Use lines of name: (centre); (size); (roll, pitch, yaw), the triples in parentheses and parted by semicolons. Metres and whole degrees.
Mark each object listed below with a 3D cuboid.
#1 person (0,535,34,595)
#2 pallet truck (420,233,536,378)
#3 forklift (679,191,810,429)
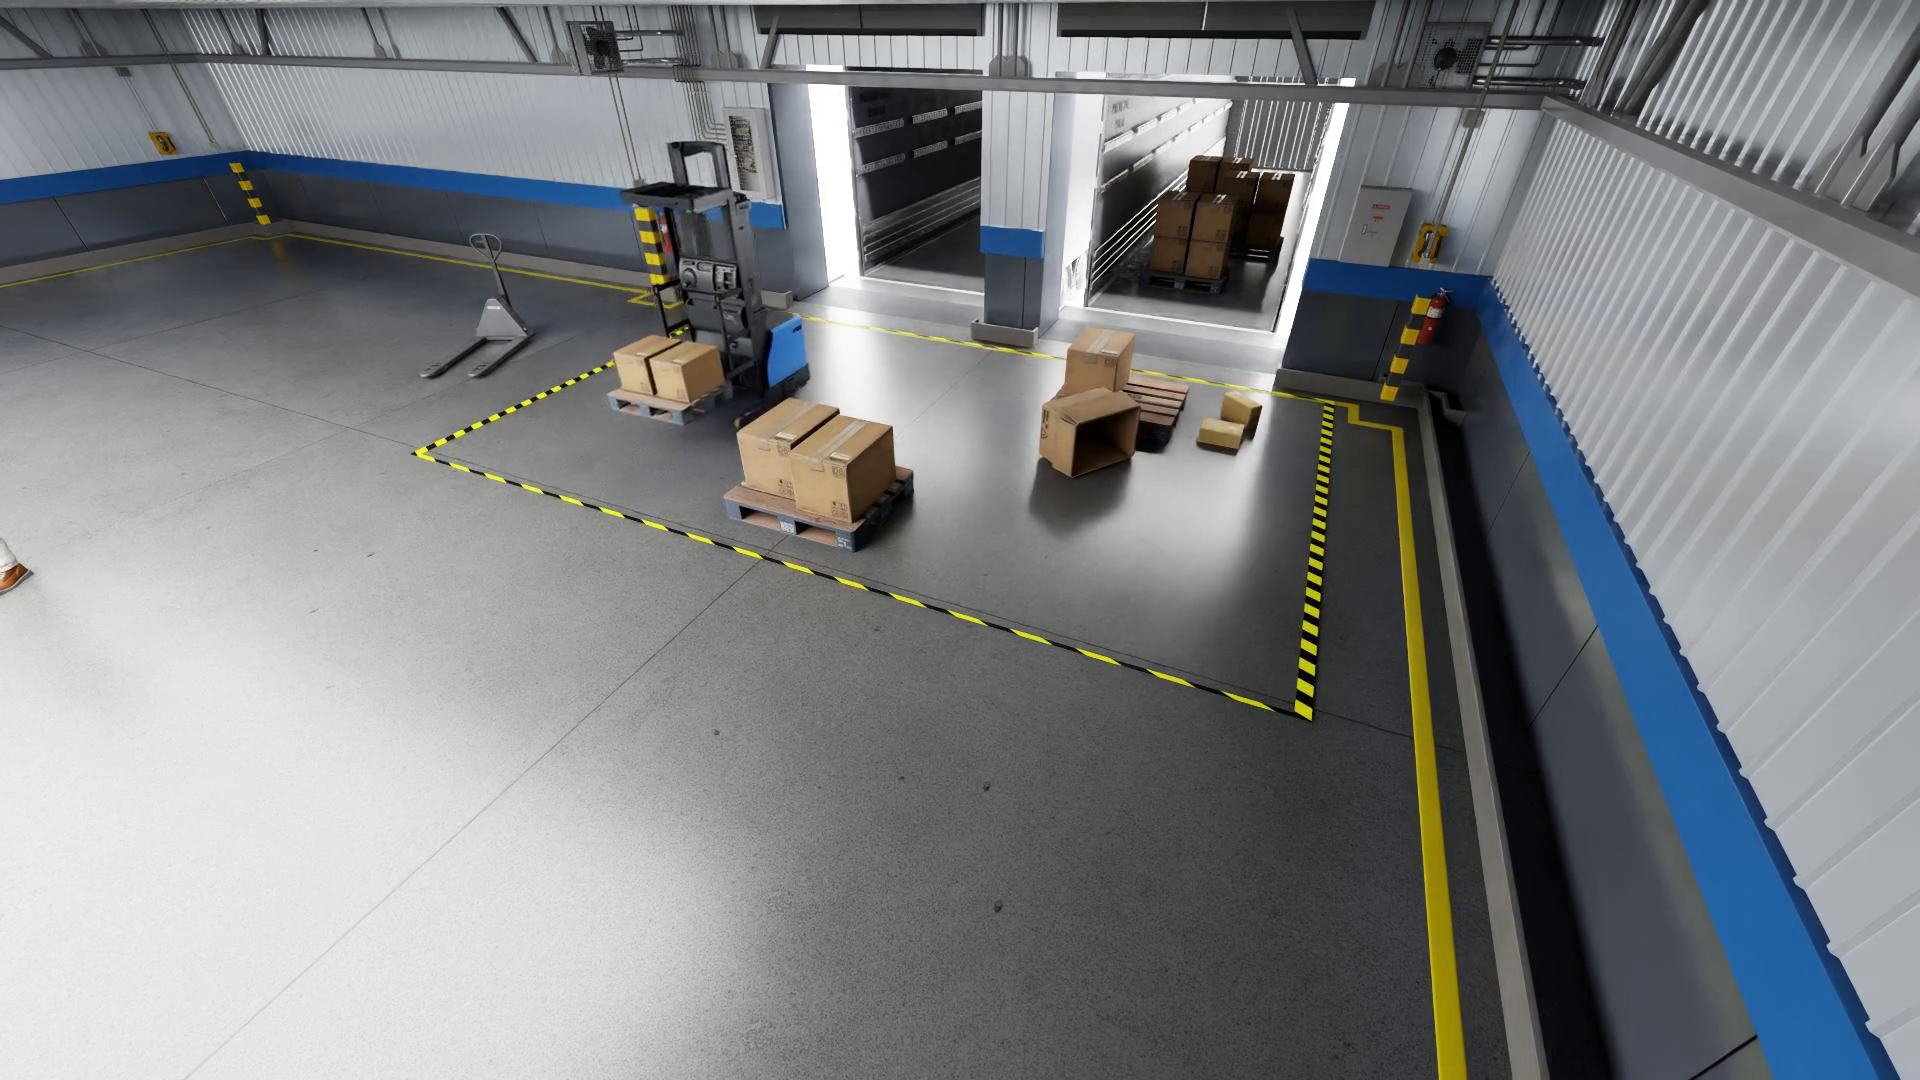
person: (-6.863, -0.462, 4.657); (0.604, 1.948, 0.401); (1, 35, 1)
pallet truck: (-5.664, -2.712, 8.427); (0.680, 1.201, 1.601); (0, 35, -1)
forklift: (-2.140, -2.419, 7.326); (0.716, 2.013, 0.776); (14, 38, 19)
